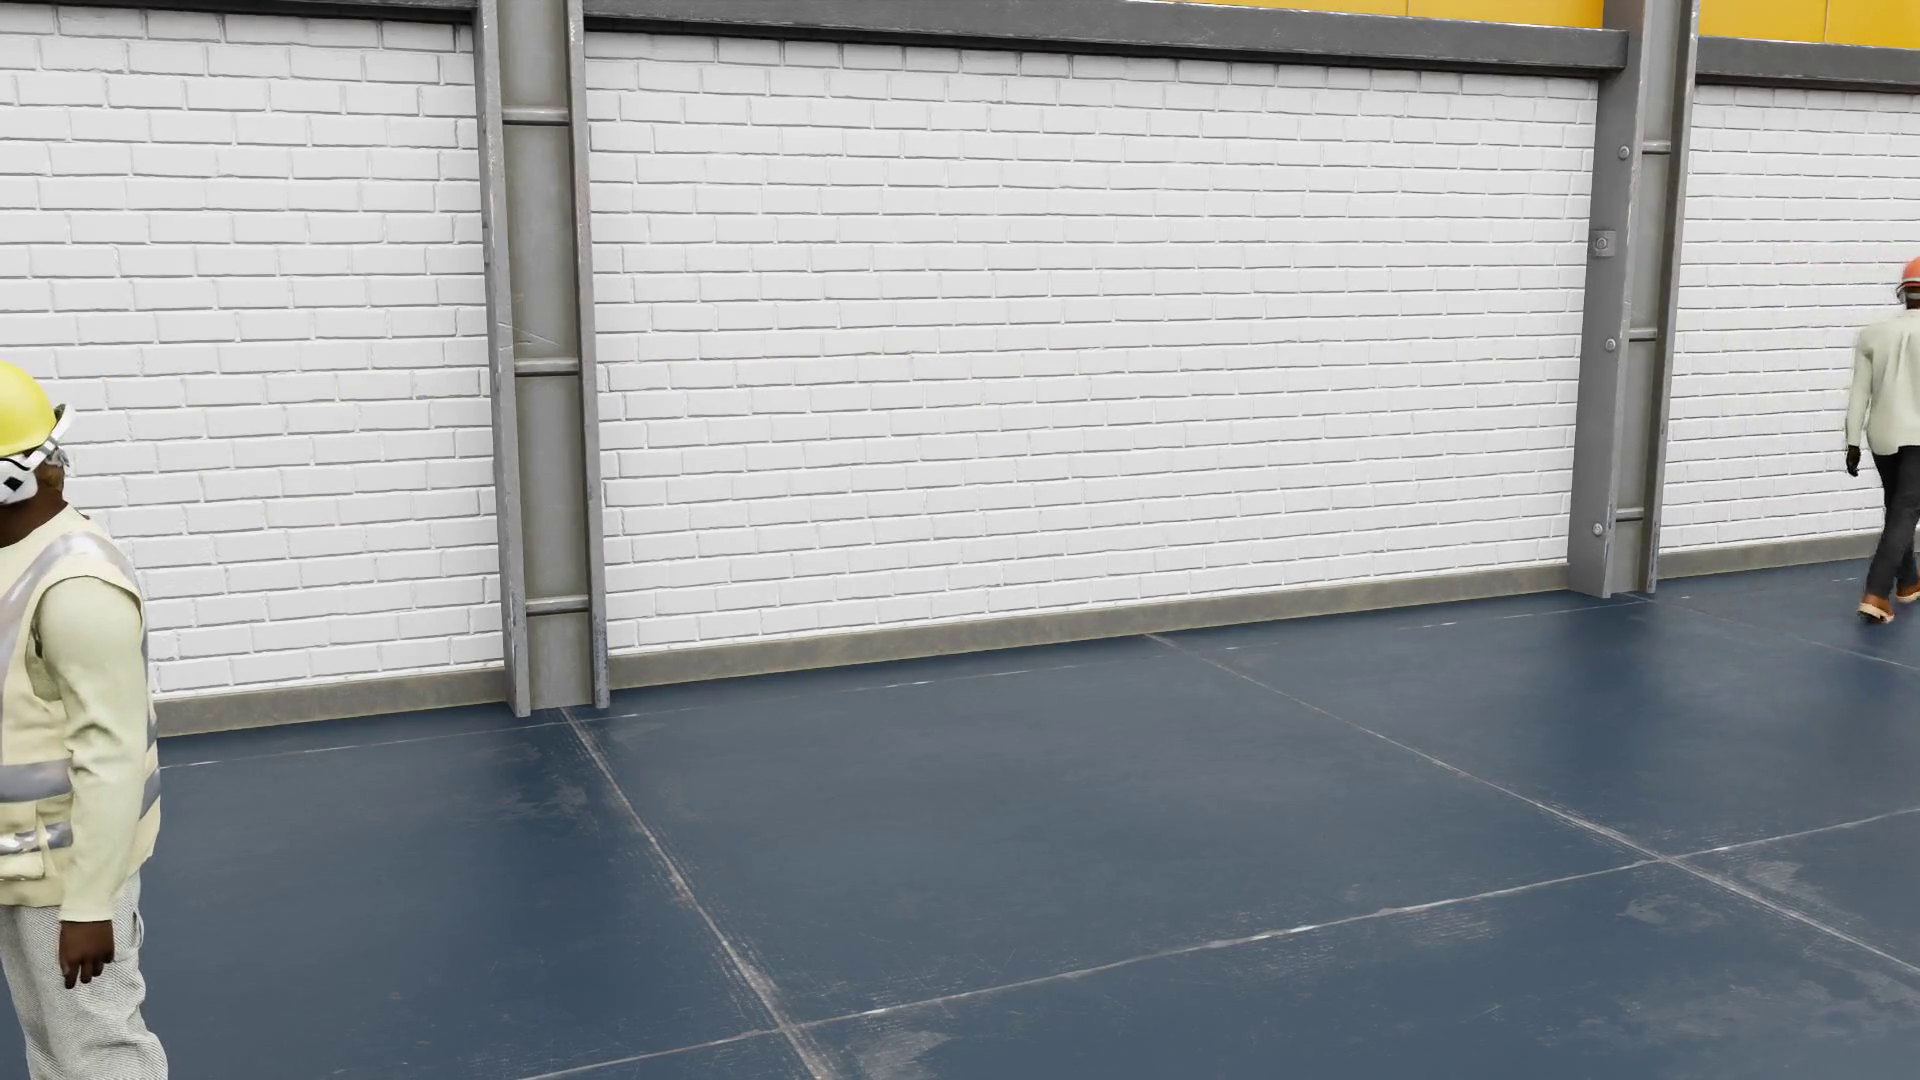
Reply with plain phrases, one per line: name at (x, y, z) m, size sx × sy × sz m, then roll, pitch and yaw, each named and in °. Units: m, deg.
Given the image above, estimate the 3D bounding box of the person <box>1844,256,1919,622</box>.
person at (5.103, -0.551, 8.941) m, size 1.077 × 1.946 × 0.611 m, roll -8°, pitch 13°, yaw -36°

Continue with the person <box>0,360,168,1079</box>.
person at (-1.684, 0.573, 3.048) m, size 0.403 × 1.822 × 0.588 m, roll -10°, pitch 14°, yaw -43°
